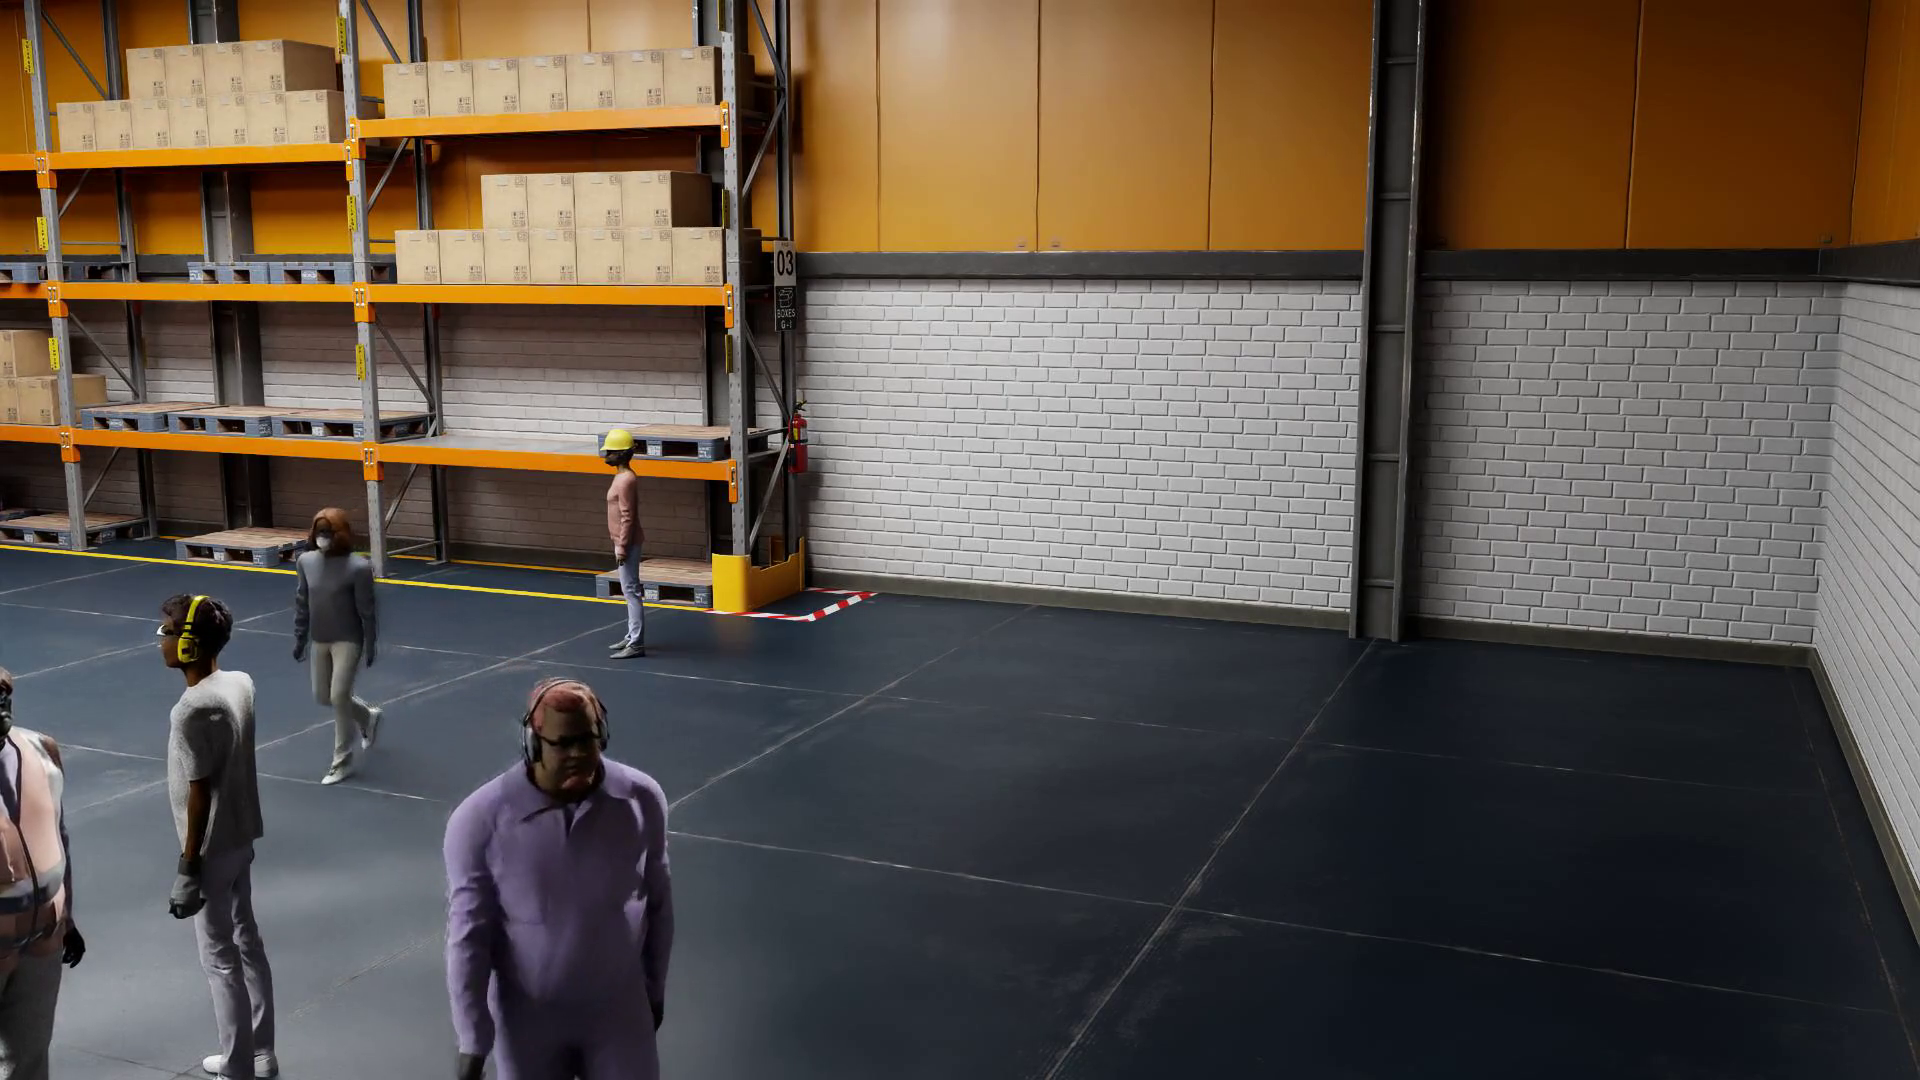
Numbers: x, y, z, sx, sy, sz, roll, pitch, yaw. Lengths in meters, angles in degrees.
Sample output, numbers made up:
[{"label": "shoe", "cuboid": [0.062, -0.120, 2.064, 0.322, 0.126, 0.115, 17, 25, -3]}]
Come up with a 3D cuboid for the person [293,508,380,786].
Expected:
[{"label": "person", "cuboid": [-3.656, 0.589, 9.856, 0.508, 1.611, 0.641, 3, 10, 18]}]

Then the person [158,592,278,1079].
[{"label": "person", "cuboid": [-2.675, 1.105, 5.950, 0.324, 1.875, 0.517, 0, 9, -3]}]

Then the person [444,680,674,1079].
[{"label": "person", "cuboid": [-1.091, 1.317, 4.648, 0.652, 1.885, 0.604, -4, 10, -23]}]

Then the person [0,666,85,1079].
[{"label": "person", "cuboid": [-2.978, 1.257, 5.130, 0.430, 1.845, 0.624, 4, 10, 22]}]

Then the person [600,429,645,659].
[{"label": "person", "cuboid": [-2.590, 0.029, 12.796, 0.315, 1.768, 0.526, -2, 10, -12]}]
